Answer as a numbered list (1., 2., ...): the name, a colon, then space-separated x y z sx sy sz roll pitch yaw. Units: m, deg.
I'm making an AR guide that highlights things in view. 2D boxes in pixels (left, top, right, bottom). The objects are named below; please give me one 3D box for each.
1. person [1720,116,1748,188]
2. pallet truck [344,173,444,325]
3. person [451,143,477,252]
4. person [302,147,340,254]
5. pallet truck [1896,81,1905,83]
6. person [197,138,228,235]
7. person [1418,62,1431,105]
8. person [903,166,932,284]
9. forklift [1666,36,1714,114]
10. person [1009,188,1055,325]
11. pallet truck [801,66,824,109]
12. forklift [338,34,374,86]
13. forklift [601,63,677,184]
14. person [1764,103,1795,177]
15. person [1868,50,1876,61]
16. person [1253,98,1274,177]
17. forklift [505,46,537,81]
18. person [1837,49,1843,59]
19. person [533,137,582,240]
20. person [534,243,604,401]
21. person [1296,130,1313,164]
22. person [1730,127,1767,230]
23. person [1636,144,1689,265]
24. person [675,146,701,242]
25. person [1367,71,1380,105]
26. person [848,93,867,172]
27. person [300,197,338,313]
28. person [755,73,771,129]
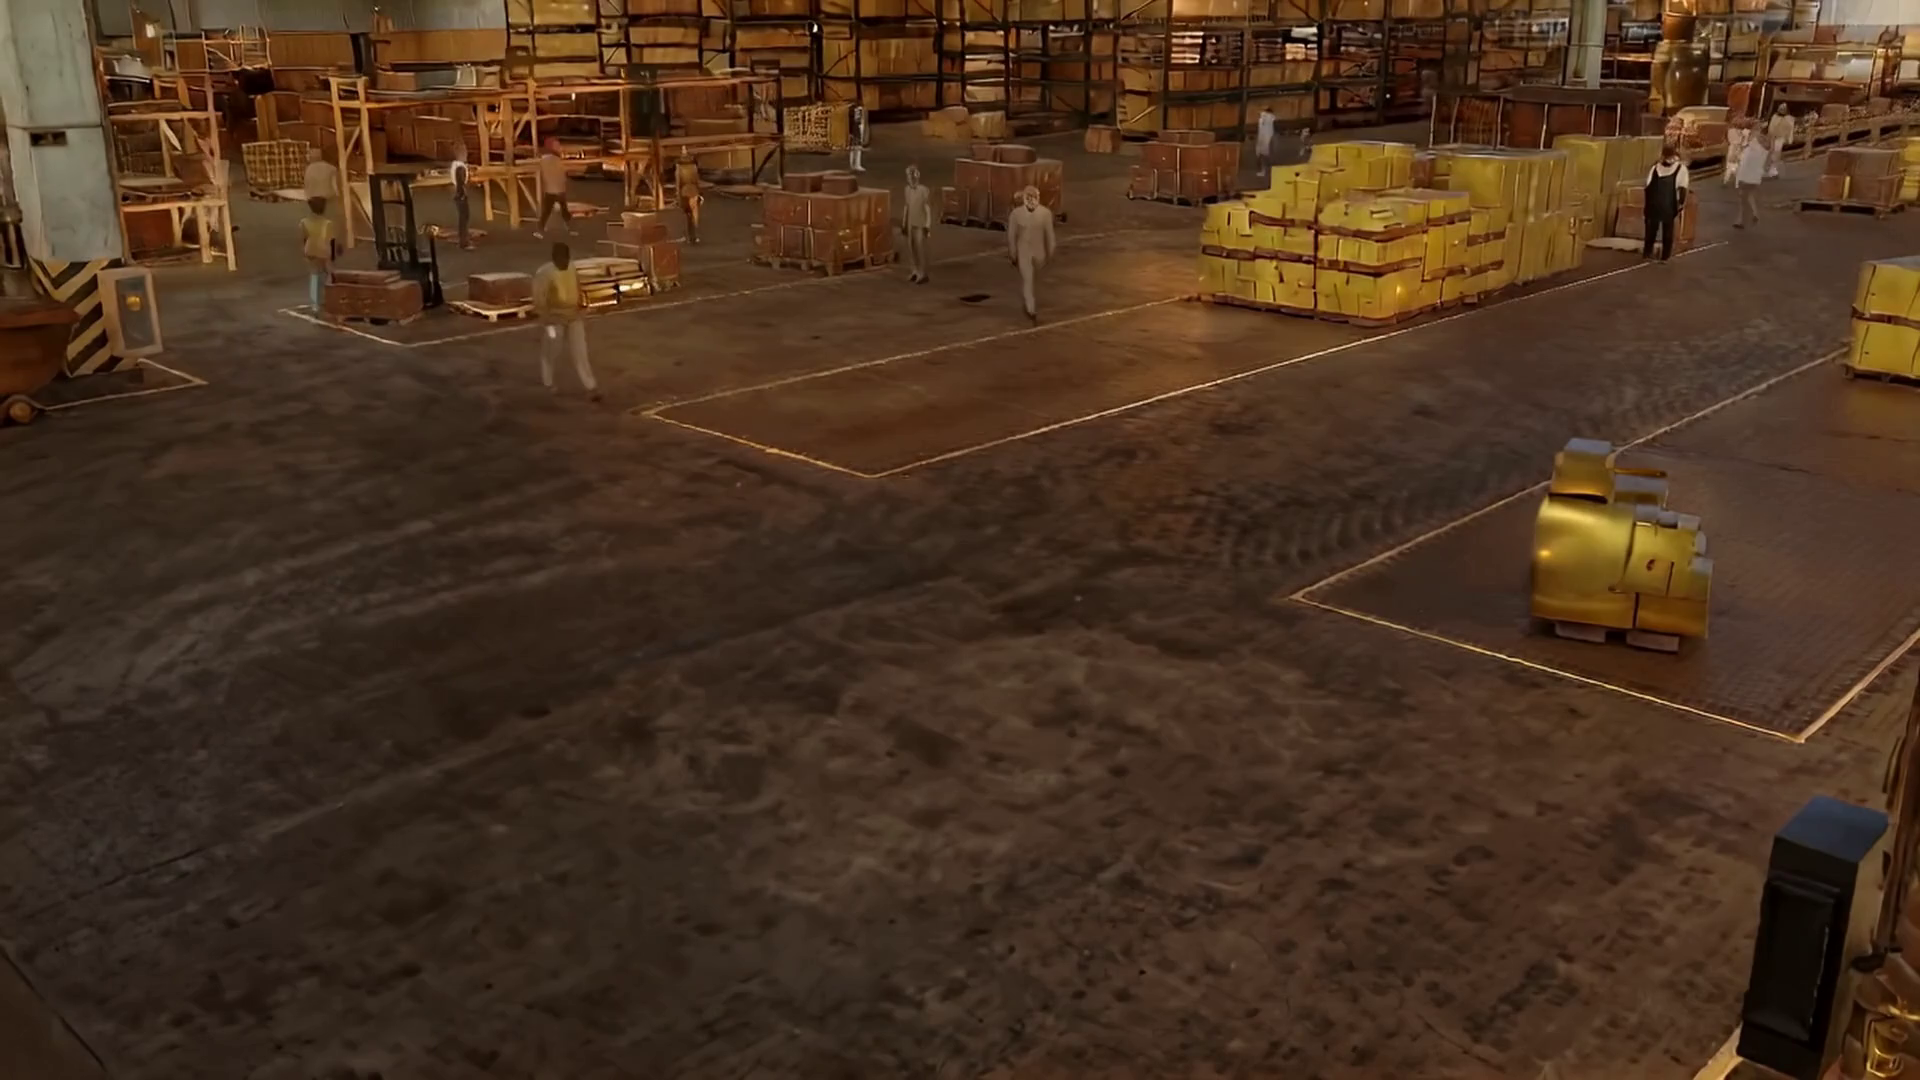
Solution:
1. person: 18.392 -9.165 39.303 0.841 1.662 0.535 -15 23 -38
2. pallet truck: -8.209 -4.181 23.757 0.823 1.965 1.885 3 19 9
3. person: -8.897 -6.106 29.686 0.372 1.914 0.597 -5 19 -16
4. person: -11.121 -5.848 28.886 0.440 1.925 0.647 10 21 27
5. pallet truck: 34.802 -16.331 61.455 0.653 1.274 1.630 17 25 41
6. person: -14.460 -6.821 32.011 0.938 1.812 0.511 15 24 39
7. person: 17.315 -16.763 61.780 0.708 1.923 0.632 15 23 37
8. person: -0.675 -5.020 26.519 0.340 1.864 0.594 -17 25 -41
9. forklift: 27.341 -17.291 61.877 1.129 2.768 1.873 17 25 41
10. person: 1.004 -4.038 23.537 0.631 1.883 1.074 -5 19 -14
11. pallet truck: -4.812 -15.182 56.903 0.823 1.965 1.885 -9 21 -26
12. forklift: -23.312 -18.347 65.058 1.129 2.768 1.873 17 25 41
13. forklift: -7.646 -10.043 40.039 1.129 2.768 1.873 17 25 41
14. person: 20.491 -10.000 41.612 0.619 1.782 0.941 16 24 40
15. person: 45.477 -23.733 82.936 0.516 1.828 0.630 6 19 19
16. person: 7.558 -10.010 41.426 0.394 1.927 0.565 16 24 40
17. forklift: -13.617 -14.003 51.971 1.129 2.768 1.873 7 19 19
18. person: 41.308 -22.280 78.333 0.434 1.976 0.613 15 23 37
19. person: -7.644 -6.590 31.204 0.592 1.883 0.961 15 24 38
20. person: -4.511 -2.481 18.969 0.628 1.792 0.974 -16 24 -40
21. person: 7.100 -7.557 34.295 0.531 1.765 0.327 -10 21 -27
22. person: 15.356 -7.038 32.396 0.637 1.974 0.444 -6 19 -18
23. person: 11.934 -5.708 28.291 0.536 2.000 0.688 -17 25 -41
24. person: -5.066 -6.423 30.910 0.493 1.743 0.295 -16 24 -39
25. person: 15.249 -16.461 61.305 0.897 1.638 0.545 -7 20 -21
26. person: -2.648 -10.451 42.697 0.367 1.966 0.607 -11 22 -31
27. person: -9.333 -4.168 24.266 0.547 1.637 0.923 0 18 0
28. person: -6.642 -14.688 55.703 0.516 1.818 0.996 -12 22 -32
